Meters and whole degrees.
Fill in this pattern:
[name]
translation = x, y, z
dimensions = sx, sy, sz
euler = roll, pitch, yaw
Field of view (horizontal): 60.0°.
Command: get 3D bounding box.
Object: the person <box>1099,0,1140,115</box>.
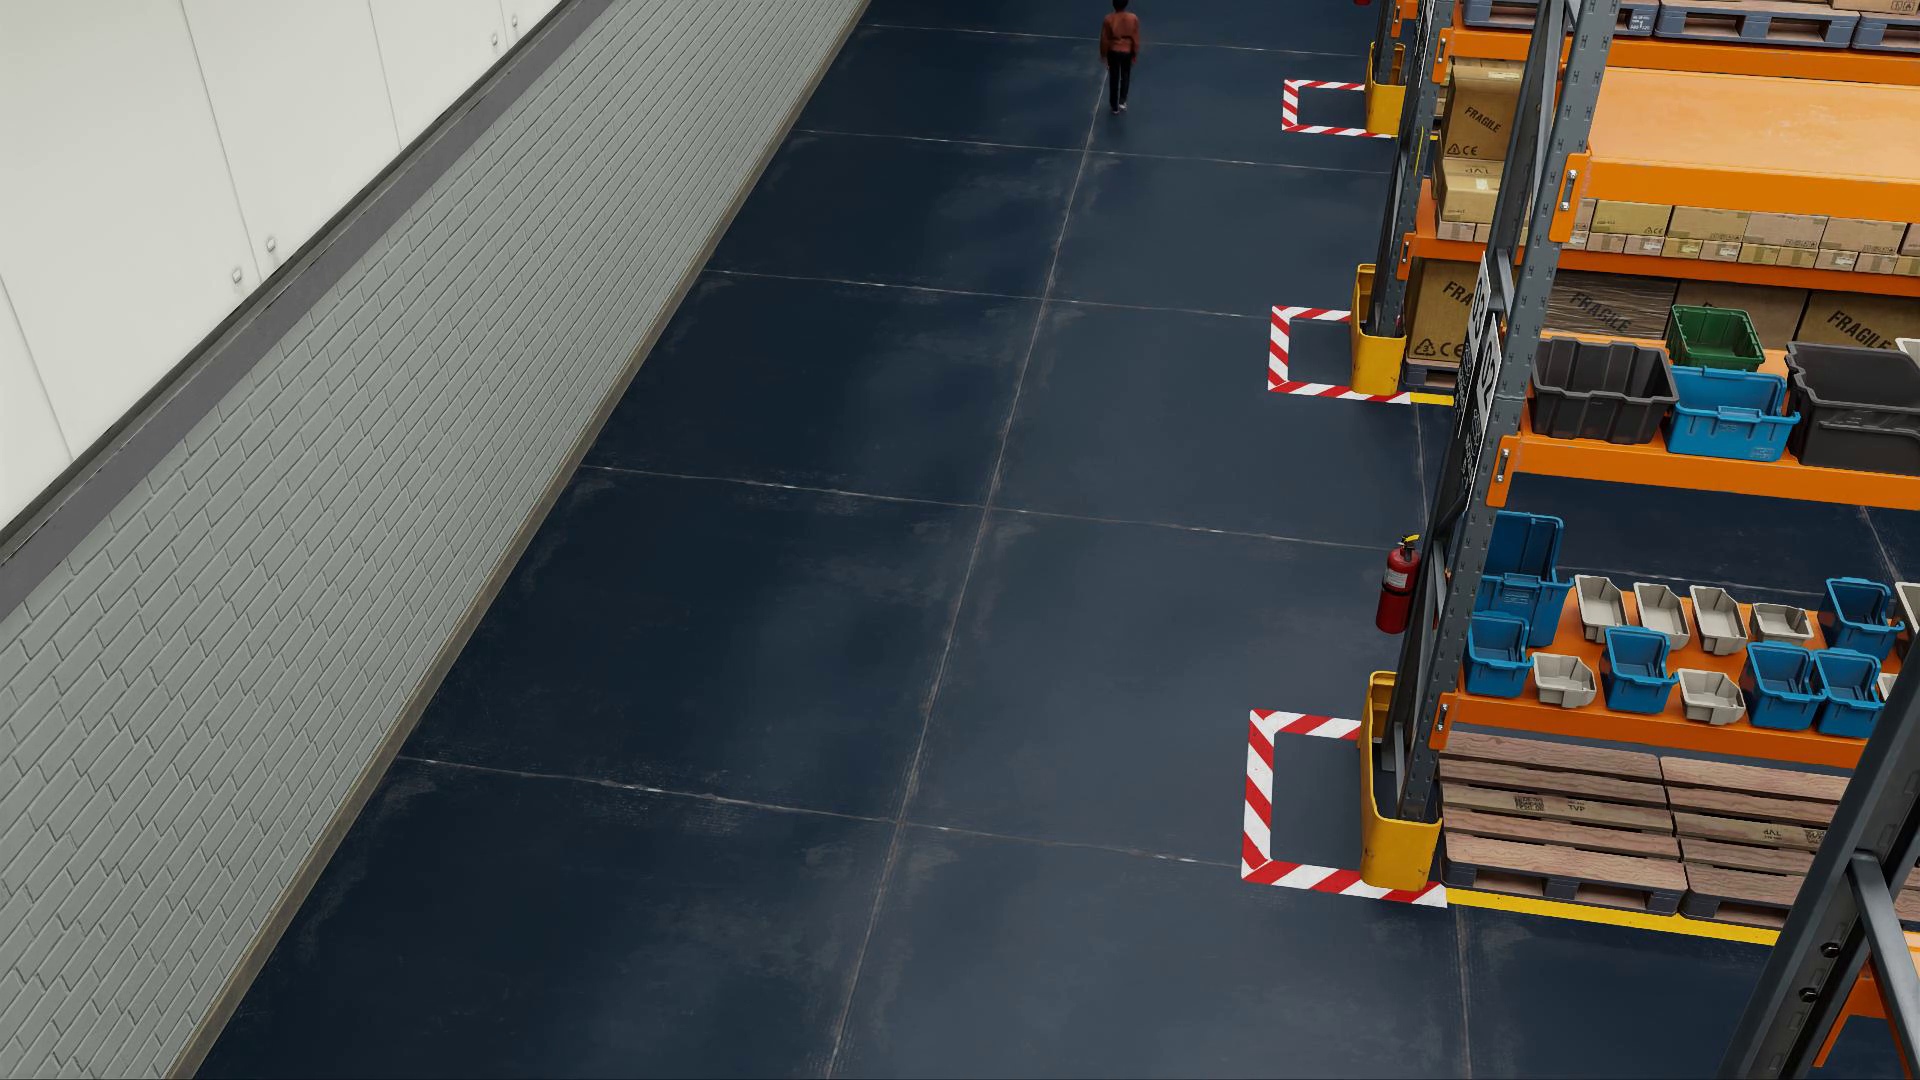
[person]
translation = 1.596, -4.856, 16.594
dimensions = 0.503, 1.250, 0.641
euler = -2, 37, -3
